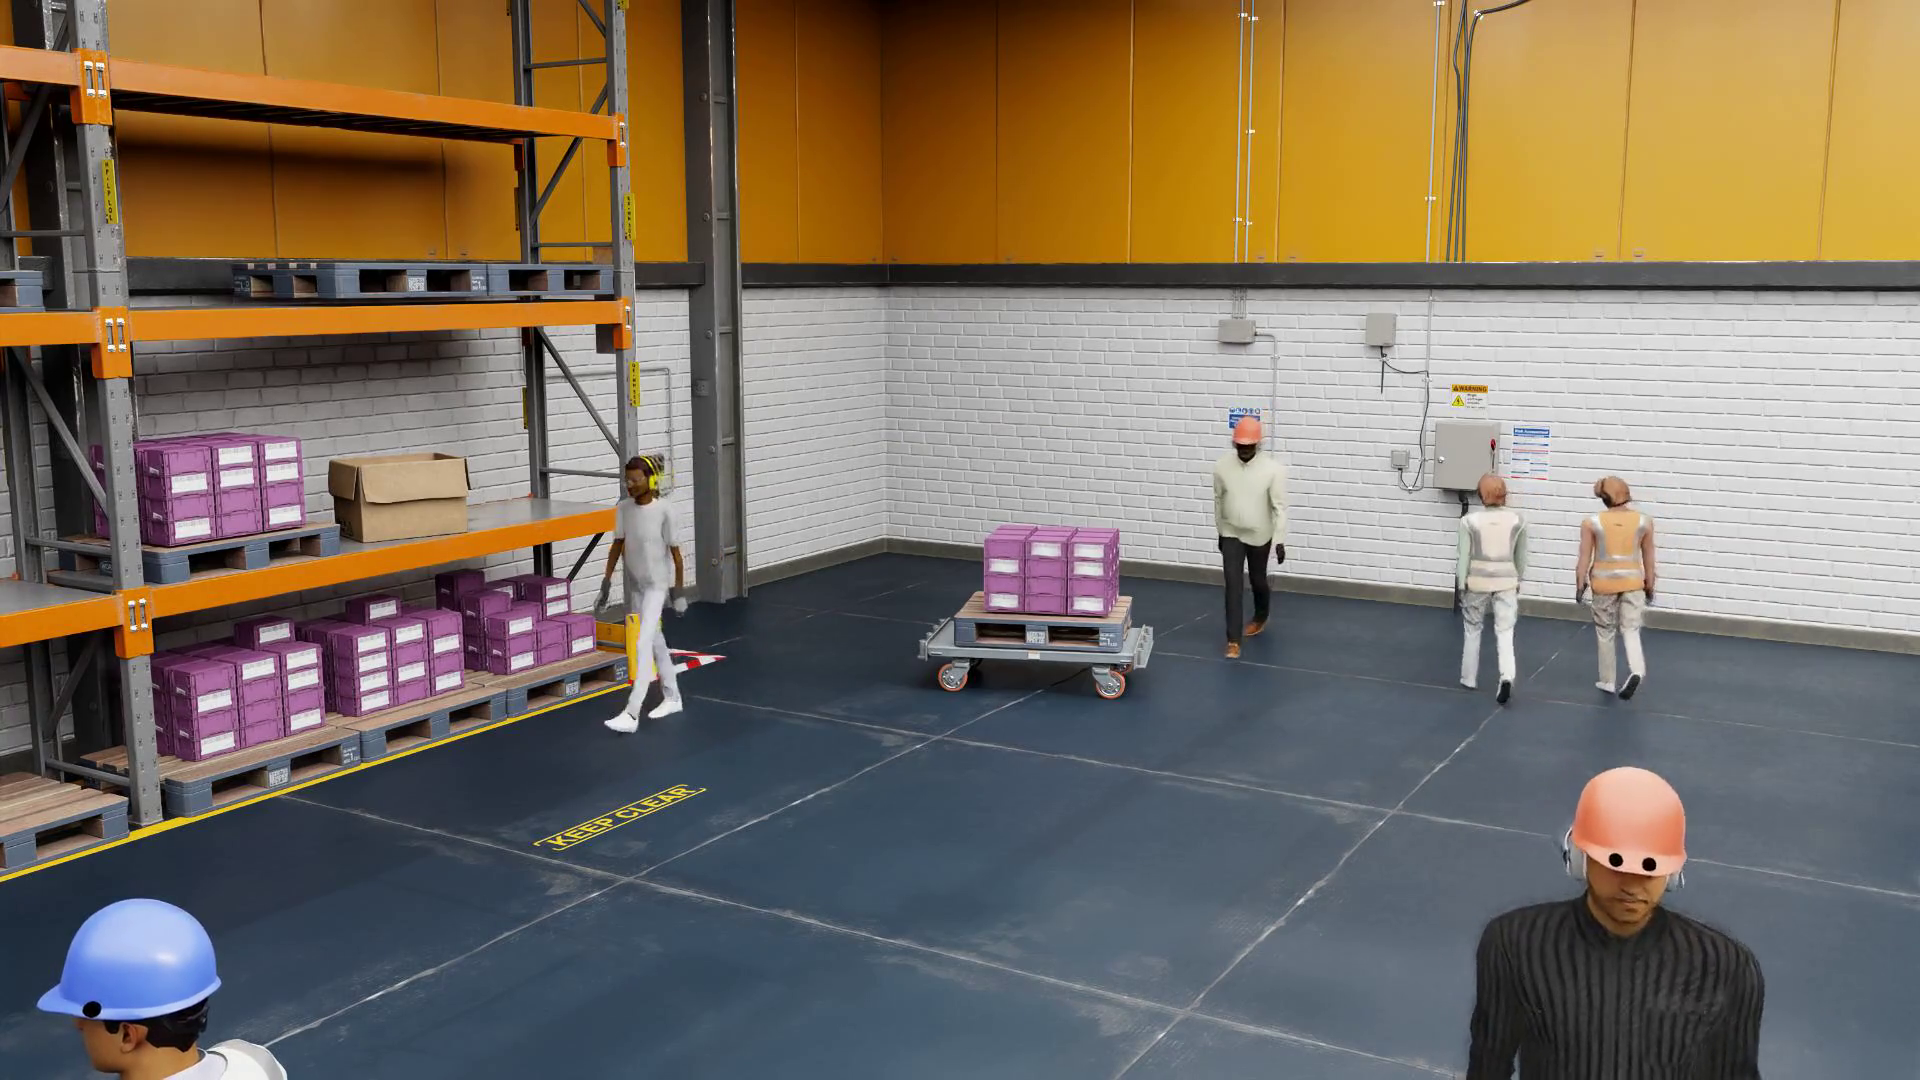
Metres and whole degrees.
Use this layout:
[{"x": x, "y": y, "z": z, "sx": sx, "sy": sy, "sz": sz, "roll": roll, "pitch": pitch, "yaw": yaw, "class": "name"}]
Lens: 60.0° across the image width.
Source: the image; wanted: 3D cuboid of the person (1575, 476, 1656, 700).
[{"x": 4.665, "y": 0.351, "z": 11.796, "sx": 0.545, "sy": 1.608, "sz": 0.670, "roll": 1, "pitch": 9, "yaw": 9, "class": "person"}]

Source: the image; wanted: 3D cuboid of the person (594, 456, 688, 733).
[{"x": -2.163, "y": 0.357, "z": 11.080, "sx": 0.541, "sy": 1.826, "sz": 0.941, "roll": 6, "pitch": 11, "yaw": 34, "class": "person"}]

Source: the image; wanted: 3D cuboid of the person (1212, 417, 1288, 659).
[{"x": 2.367, "y": -0.067, "z": 13.465, "sx": 0.623, "sy": 1.926, "sz": 1.036, "roll": 3, "pitch": 10, "yaw": 20, "class": "person"}]

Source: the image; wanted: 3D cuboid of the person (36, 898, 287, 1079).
[{"x": -1.400, "y": 1.585, "z": 3.016, "sx": 0.388, "sy": 1.948, "sz": 0.605, "roll": -1, "pitch": 9, "yaw": -4, "class": "person"}]

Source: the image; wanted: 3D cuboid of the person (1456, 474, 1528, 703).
[{"x": 3.791, "y": 0.332, "z": 11.861, "sx": 0.508, "sy": 1.609, "sz": 0.725, "roll": 1, "pitch": 9, "yaw": 7, "class": "person"}]

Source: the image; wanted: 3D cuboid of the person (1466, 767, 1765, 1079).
[{"x": 1.459, "y": 1.450, "z": 3.763, "sx": 0.618, "sy": 1.978, "sz": 0.531, "roll": 3, "pitch": 9, "yaw": 16, "class": "person"}]
